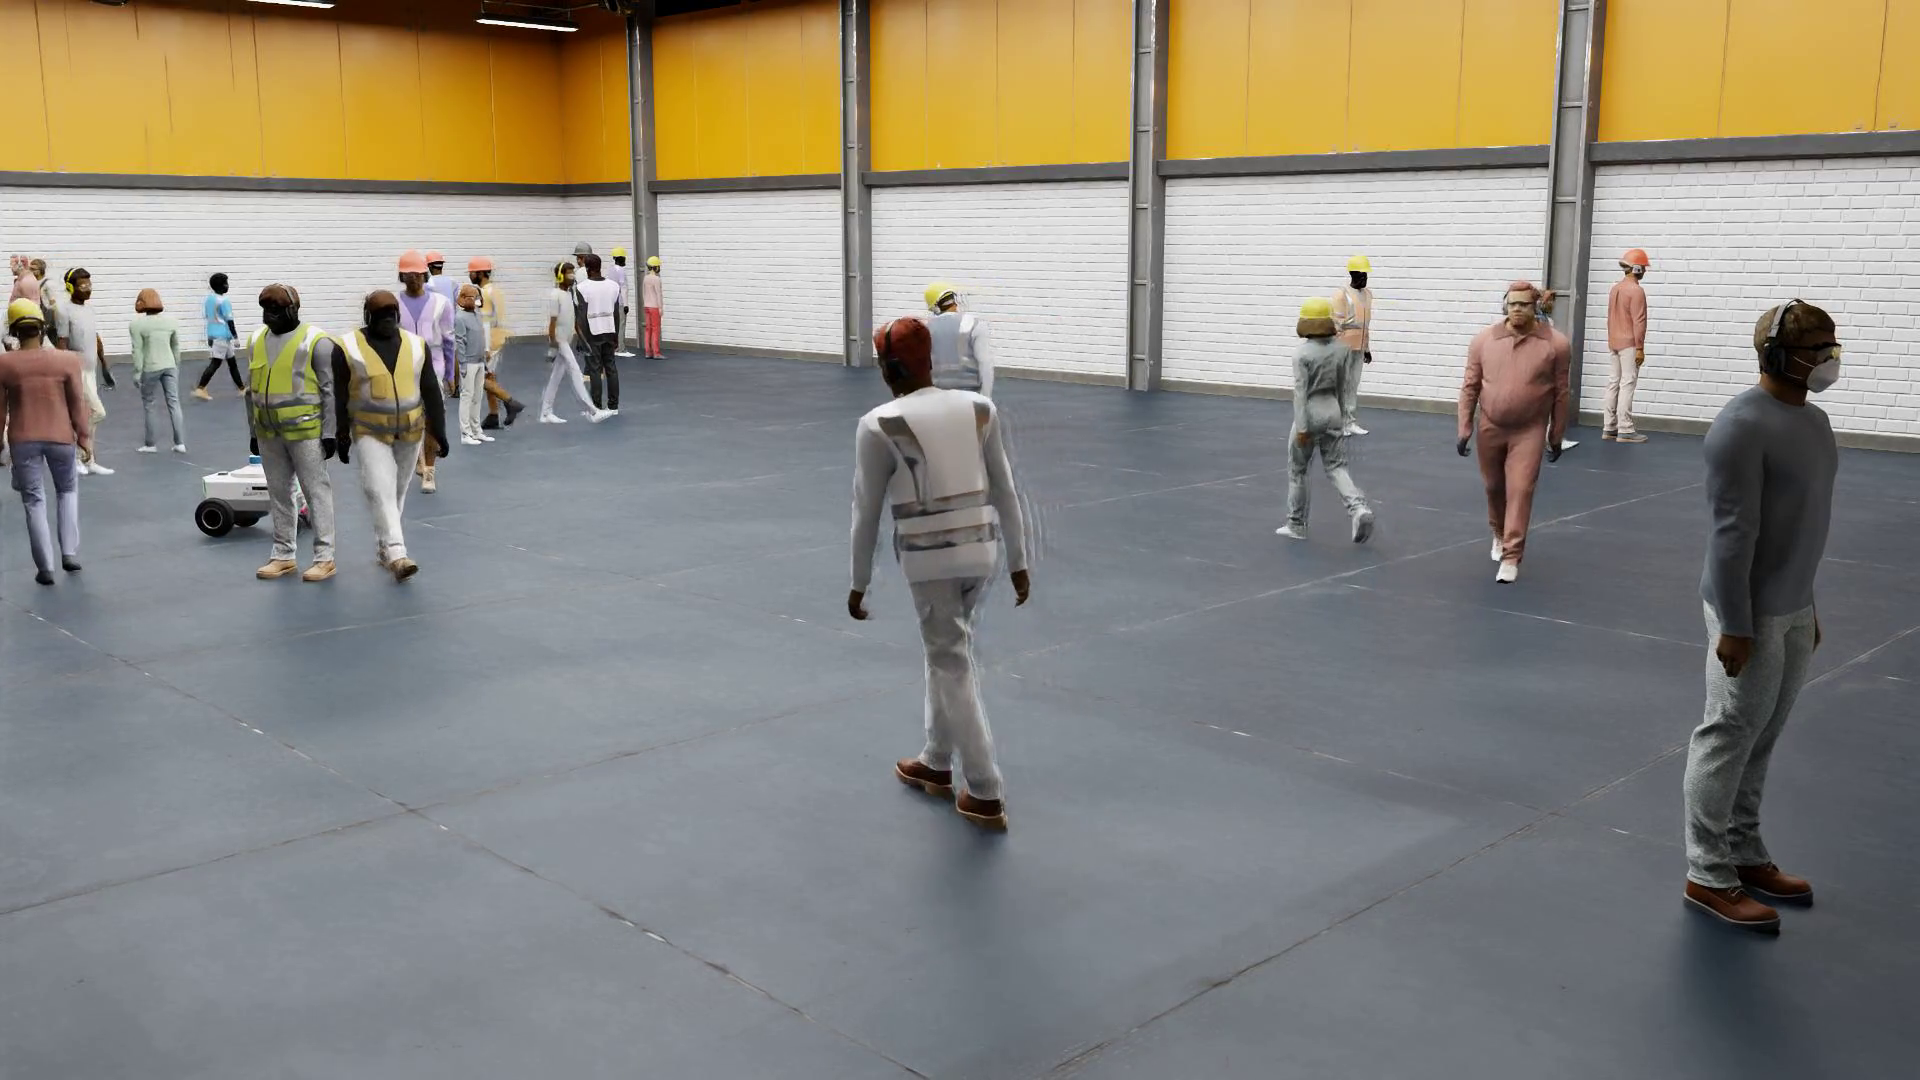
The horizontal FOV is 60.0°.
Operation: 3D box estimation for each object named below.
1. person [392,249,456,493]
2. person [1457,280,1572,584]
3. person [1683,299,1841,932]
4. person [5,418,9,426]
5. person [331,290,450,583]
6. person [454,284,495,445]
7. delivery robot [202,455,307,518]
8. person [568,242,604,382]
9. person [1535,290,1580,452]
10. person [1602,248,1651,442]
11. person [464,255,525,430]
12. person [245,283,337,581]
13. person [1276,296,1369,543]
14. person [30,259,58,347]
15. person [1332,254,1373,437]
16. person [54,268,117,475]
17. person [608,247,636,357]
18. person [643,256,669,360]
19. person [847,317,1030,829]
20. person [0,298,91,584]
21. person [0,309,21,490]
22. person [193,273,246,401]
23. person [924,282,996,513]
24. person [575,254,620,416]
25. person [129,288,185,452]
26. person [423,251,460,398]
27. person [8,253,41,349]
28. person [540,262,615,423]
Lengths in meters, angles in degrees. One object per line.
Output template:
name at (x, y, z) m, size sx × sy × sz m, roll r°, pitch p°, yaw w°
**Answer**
person at (-4.549, -1.427, 13.980) m, size 0.621 × 2.024 × 0.777 m, roll -3°, pitch 11°, yaw -17°
person at (3.509, -0.718, 10.567) m, size 0.641 × 1.864 × 0.996 m, roll 6°, pitch 12°, yaw 30°
person at (2.519, 0.225, 5.196) m, size 0.631 × 1.940 × 0.372 m, roll -10°, pitch 14°, yaw -43°
person at (-10.807, -1.971, 17.967) m, size 0.870 × 1.635 × 0.539 m, roll -3°, pitch 11°, yaw -14°
person at (-3.510, -0.644, 10.340) m, size 0.642 × 1.786 × 0.975 m, roll -8°, pitch 13°, yaw -38°
person at (-4.993, -1.798, 17.060) m, size 0.270 × 1.632 × 0.508 m, roll 2°, pitch 11°, yaw 12°
delivery robot at (-5.033, -0.367, 11.944) m, size 0.707 × 0.478 × 0.477 m, roll 1°, pitch 10°, yaw 4°
person at (-5.501, -3.342, 24.369) m, size 0.535 × 2.000 × 0.686 m, roll 2°, pitch 11°, yaw 10°
person at (5.736, -1.649, 16.328) m, size 0.845 × 1.589 × 0.543 m, roll 9°, pitch 14°, yaw 41°
person at (6.929, -2.015, 17.254) m, size 0.376 × 1.996 × 0.608 m, roll -1°, pitch 10°, yaw -7°
person at (-5.125, -2.146, 18.178) m, size 0.518 × 1.919 × 0.563 m, roll -1°, pitch 10°, yaw -5°
person at (-4.144, -0.661, 10.299) m, size 0.634 × 1.839 × 0.429 m, roll 3°, pitch 11°, yaw 15°
person at (2.525, -0.823, 11.515) m, size 0.489 × 1.714 × 0.740 m, roll -5°, pitch 11°, yaw -23°
person at (-13.677, -3.311, 24.904) m, size 0.524 × 1.792 × 1.019 m, roll 10°, pitch 14°, yaw 43°
person at (4.199, -2.071, 17.746) m, size 0.589 × 1.927 × 0.387 m, roll -9°, pitch 13°, yaw -39°
person at (-7.744, -1.482, 14.761) m, size 0.401 × 1.848 × 0.530 m, roll 0°, pitch 10°, yaw -3°
person at (-5.983, -4.186, 29.274) m, size 0.364 × 1.930 × 0.588 m, roll -7°, pitch 13°, yaw -34°
person at (-5.266, -3.990, 28.651) m, size 0.326 × 1.769 × 0.524 m, roll -8°, pitch 13°, yaw -39°
person at (-0.094, 0.108, 6.120) m, size 0.593 × 1.828 × 0.804 m, roll -7°, pitch 13°, yaw -34°
person at (-5.686, -0.609, 10.271) m, size 0.541 × 1.746 × 0.553 m, roll -7°, pitch 12°, yaw -32°
person at (-7.970, -1.265, 13.579) m, size 0.548 × 1.856 × 0.521 m, roll 9°, pitch 14°, yaw 42°
person at (-9.571, -2.624, 21.516) m, size 0.881 × 1.651 × 0.542 m, roll -10°, pitch 14°, yaw -44°
person at (-0.006, -1.088, 12.819) m, size 0.691 × 1.781 × 0.406 m, roll 5°, pitch 12°, yaw 27°
person at (-4.272, -2.416, 19.668) m, size 0.393 × 1.915 × 0.589 m, roll 9°, pitch 14°, yaw 41°
person at (-7.914, -1.667, 16.377) m, size 0.324 × 1.634 × 0.500 m, roll 8°, pitch 13°, yaw 36°
person at (-6.793, -2.800, 21.715) m, size 0.366 × 1.930 × 0.542 m, roll 9°, pitch 14°, yaw 40°
person at (-12.753, -2.988, 22.872) m, size 0.692 × 1.889 × 0.649 m, roll -6°, pitch 12°, yaw -28°
person at (-4.375, -2.218, 18.844) m, size 0.946 × 1.828 × 0.516 m, roll 0°, pitch 10°, yaw 2°
